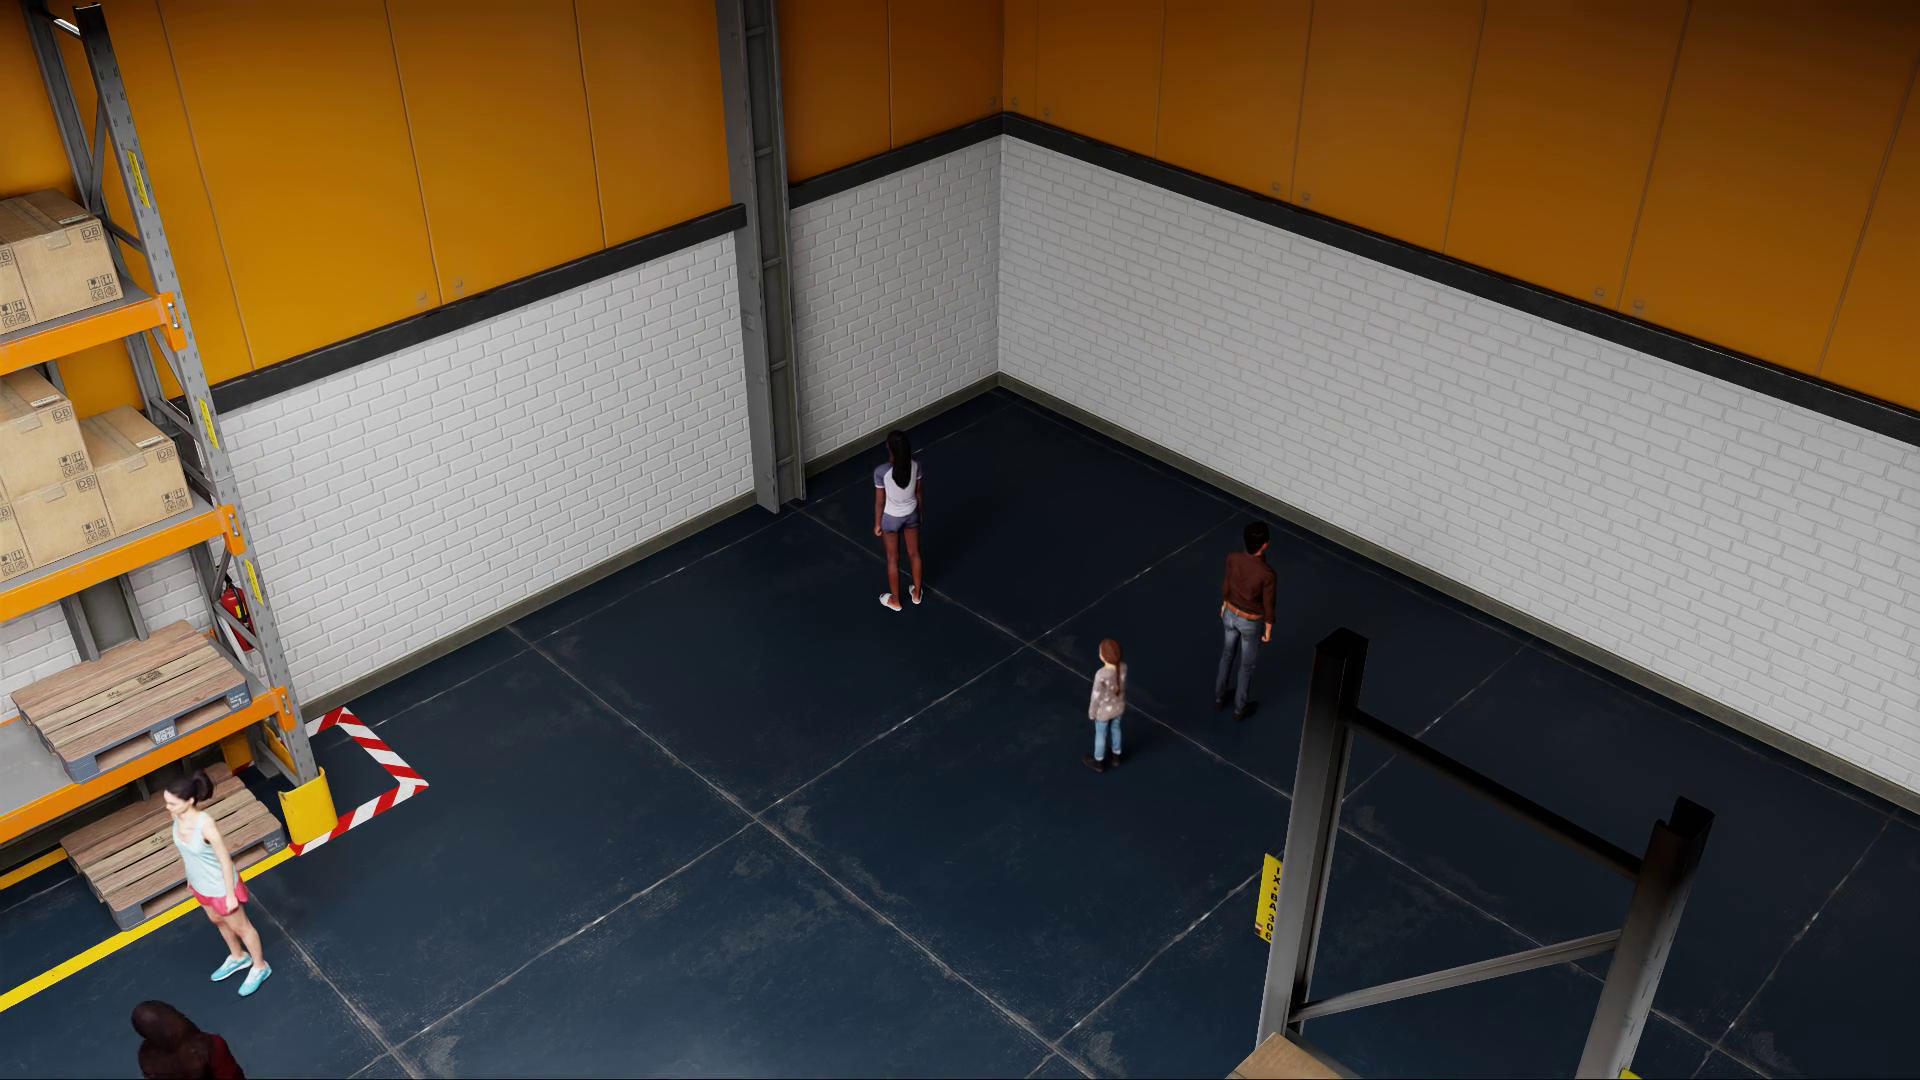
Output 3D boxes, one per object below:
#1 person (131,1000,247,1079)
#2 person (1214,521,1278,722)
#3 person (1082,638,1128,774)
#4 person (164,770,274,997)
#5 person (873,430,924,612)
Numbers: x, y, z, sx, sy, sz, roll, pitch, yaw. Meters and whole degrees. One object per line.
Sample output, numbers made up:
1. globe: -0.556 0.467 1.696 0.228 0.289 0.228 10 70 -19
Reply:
1. person: -4.111 3.162 9.162 0.804 1.734 0.840 12 36 18
2. person: 2.204 0.623 12.944 0.643 1.778 0.529 25 41 33
3. person: 1.124 1.244 12.537 0.455 1.193 0.589 -20 38 -27
4. person: -4.756 2.186 10.604 0.648 1.764 0.621 19 38 26
5. person: -0.521 -0.180 14.203 0.567 1.721 0.727 -16 37 -23
